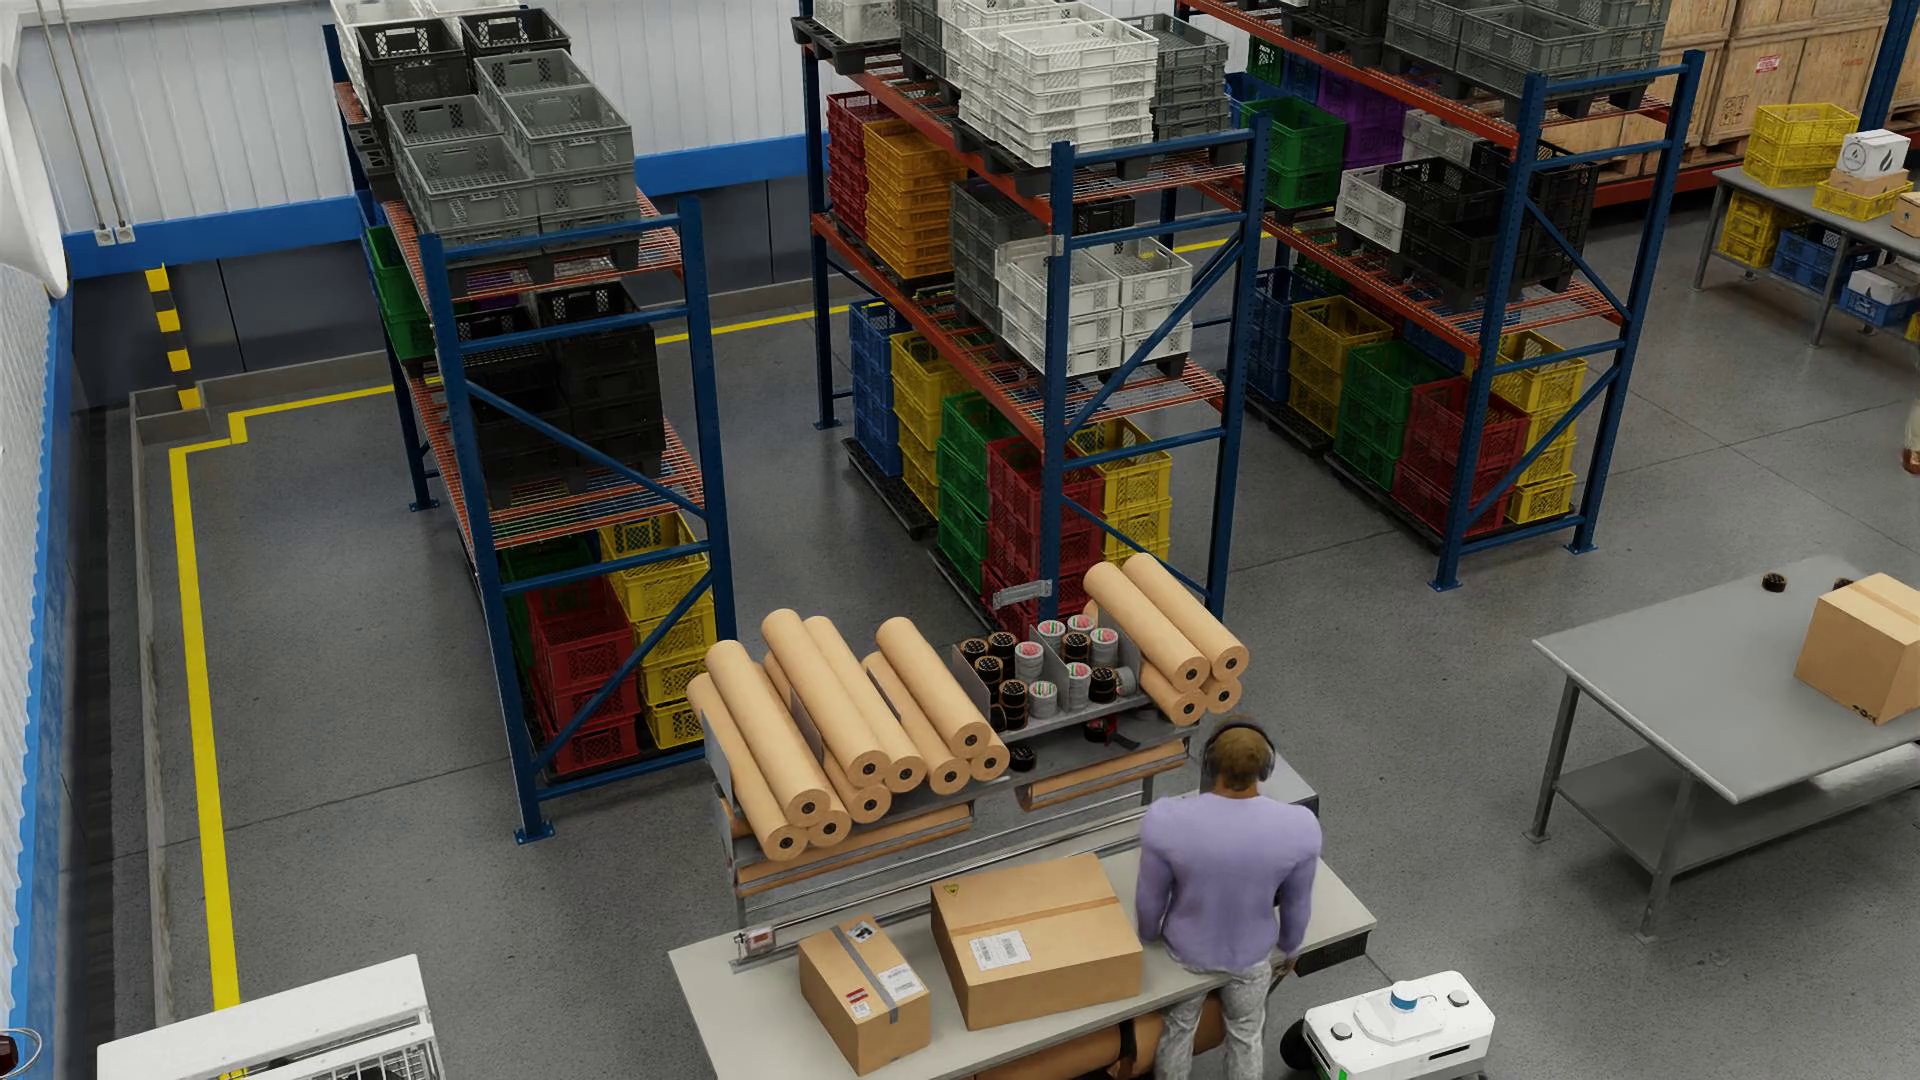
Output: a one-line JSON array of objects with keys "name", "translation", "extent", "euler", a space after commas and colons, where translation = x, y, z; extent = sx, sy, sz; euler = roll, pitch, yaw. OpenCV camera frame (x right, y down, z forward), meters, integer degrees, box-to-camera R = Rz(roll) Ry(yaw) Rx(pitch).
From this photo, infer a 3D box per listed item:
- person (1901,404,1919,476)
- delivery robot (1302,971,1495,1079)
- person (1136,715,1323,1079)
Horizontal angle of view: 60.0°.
[{"name": "person", "translation": [6.246, -1.088, 10.245], "extent": [0.521, 1.811, 0.993], "euler": [4, 32, 6]}, {"name": "delivery robot", "translation": [1.702, 1.921, 6.469], "extent": [0.707, 0.478, 0.477], "euler": [-10, 33, -16]}, {"name": "person", "translation": [0.940, 1.451, 6.023], "extent": [0.626, 1.931, 0.371], "euler": [2, 32, 3]}]
